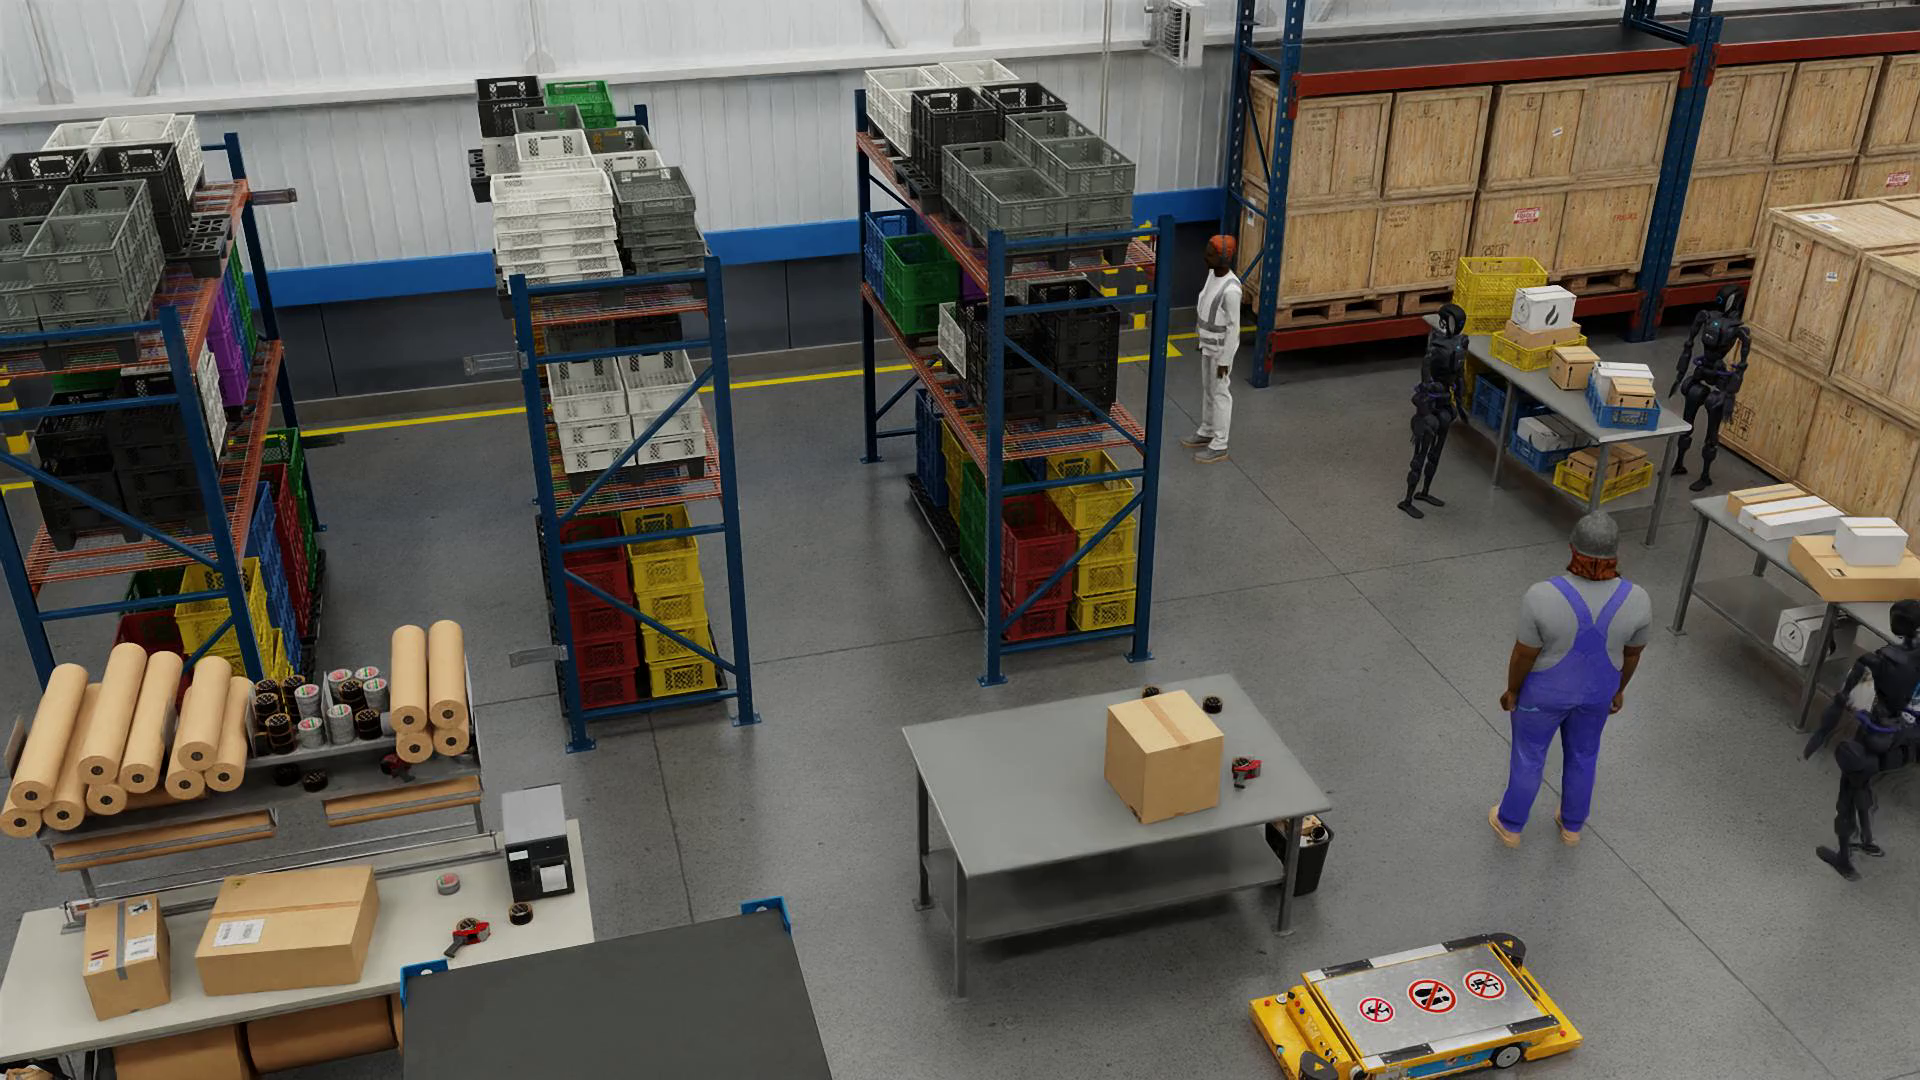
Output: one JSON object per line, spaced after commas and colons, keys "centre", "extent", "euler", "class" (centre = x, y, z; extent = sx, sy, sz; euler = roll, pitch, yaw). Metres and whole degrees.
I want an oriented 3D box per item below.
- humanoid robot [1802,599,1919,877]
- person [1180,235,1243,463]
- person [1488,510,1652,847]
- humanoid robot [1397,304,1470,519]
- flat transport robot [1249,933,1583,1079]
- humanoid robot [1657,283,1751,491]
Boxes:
{"centre": [4.844, 1.031, 8.826], "extent": [0.606, 1.649, 0.405], "euler": [-7, 30, -13], "class": "humanoid robot"}
{"centre": [2.037, -1.526, 13.263], "extent": [0.359, 1.883, 0.572], "euler": [-4, 29, -7], "class": "person"}
{"centre": [3.248, 0.748, 8.964], "extent": [0.689, 2.000, 0.539], "euler": [0, 29, 0], "class": "person"}
{"centre": [3.585, -0.980, 12.467], "extent": [0.610, 1.657, 0.314], "euler": [-24, 37, -36], "class": "humanoid robot"}
{"centre": [2.184, 2.282, 7.980], "extent": [1.431, 0.197, 0.652], "euler": [-8, 30, -14], "class": "flat transport robot"}
{"centre": [5.778, -1.192, 12.854], "extent": [0.331, 1.657, 0.586], "euler": [-16, 32, -26], "class": "humanoid robot"}
